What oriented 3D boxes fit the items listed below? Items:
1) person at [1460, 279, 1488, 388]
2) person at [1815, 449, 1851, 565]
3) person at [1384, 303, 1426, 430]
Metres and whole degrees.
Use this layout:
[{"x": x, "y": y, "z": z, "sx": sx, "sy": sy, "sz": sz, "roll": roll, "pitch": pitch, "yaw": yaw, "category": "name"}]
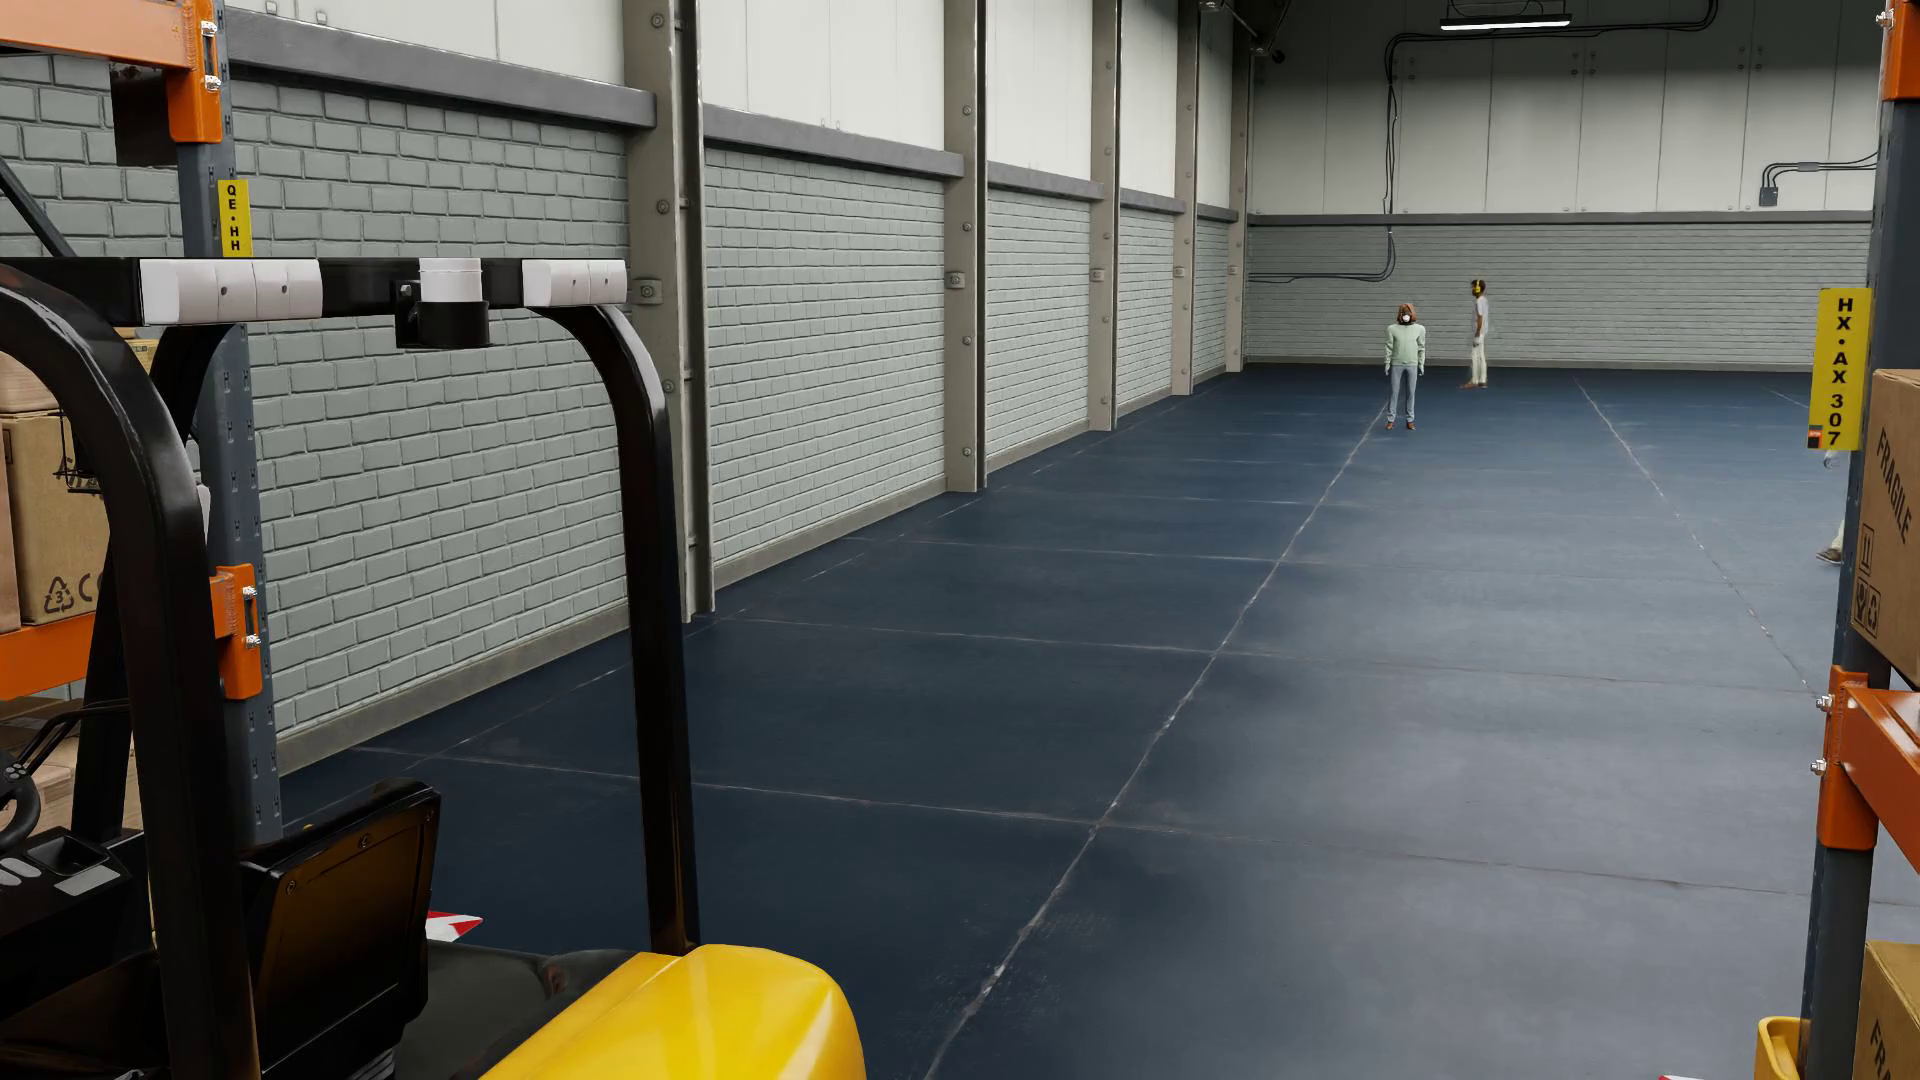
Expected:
[{"x": 8.866, "y": -3.531, "z": 28.506, "sx": 0.332, "sy": 1.868, "sz": 0.531, "roll": 4, "pitch": 10, "yaw": 24, "category": "person"}, {"x": 6.485, "y": -0.619, "z": 11.953, "sx": 0.849, "sy": 1.580, "sz": 0.519, "roll": -4, "pitch": 10, "yaw": -23, "category": "person"}, {"x": 5.734, "y": -2.235, "z": 21.460, "sx": 0.507, "sy": 1.631, "sz": 0.266, "roll": 2, "pitch": 10, "yaw": 11, "category": "person"}]
